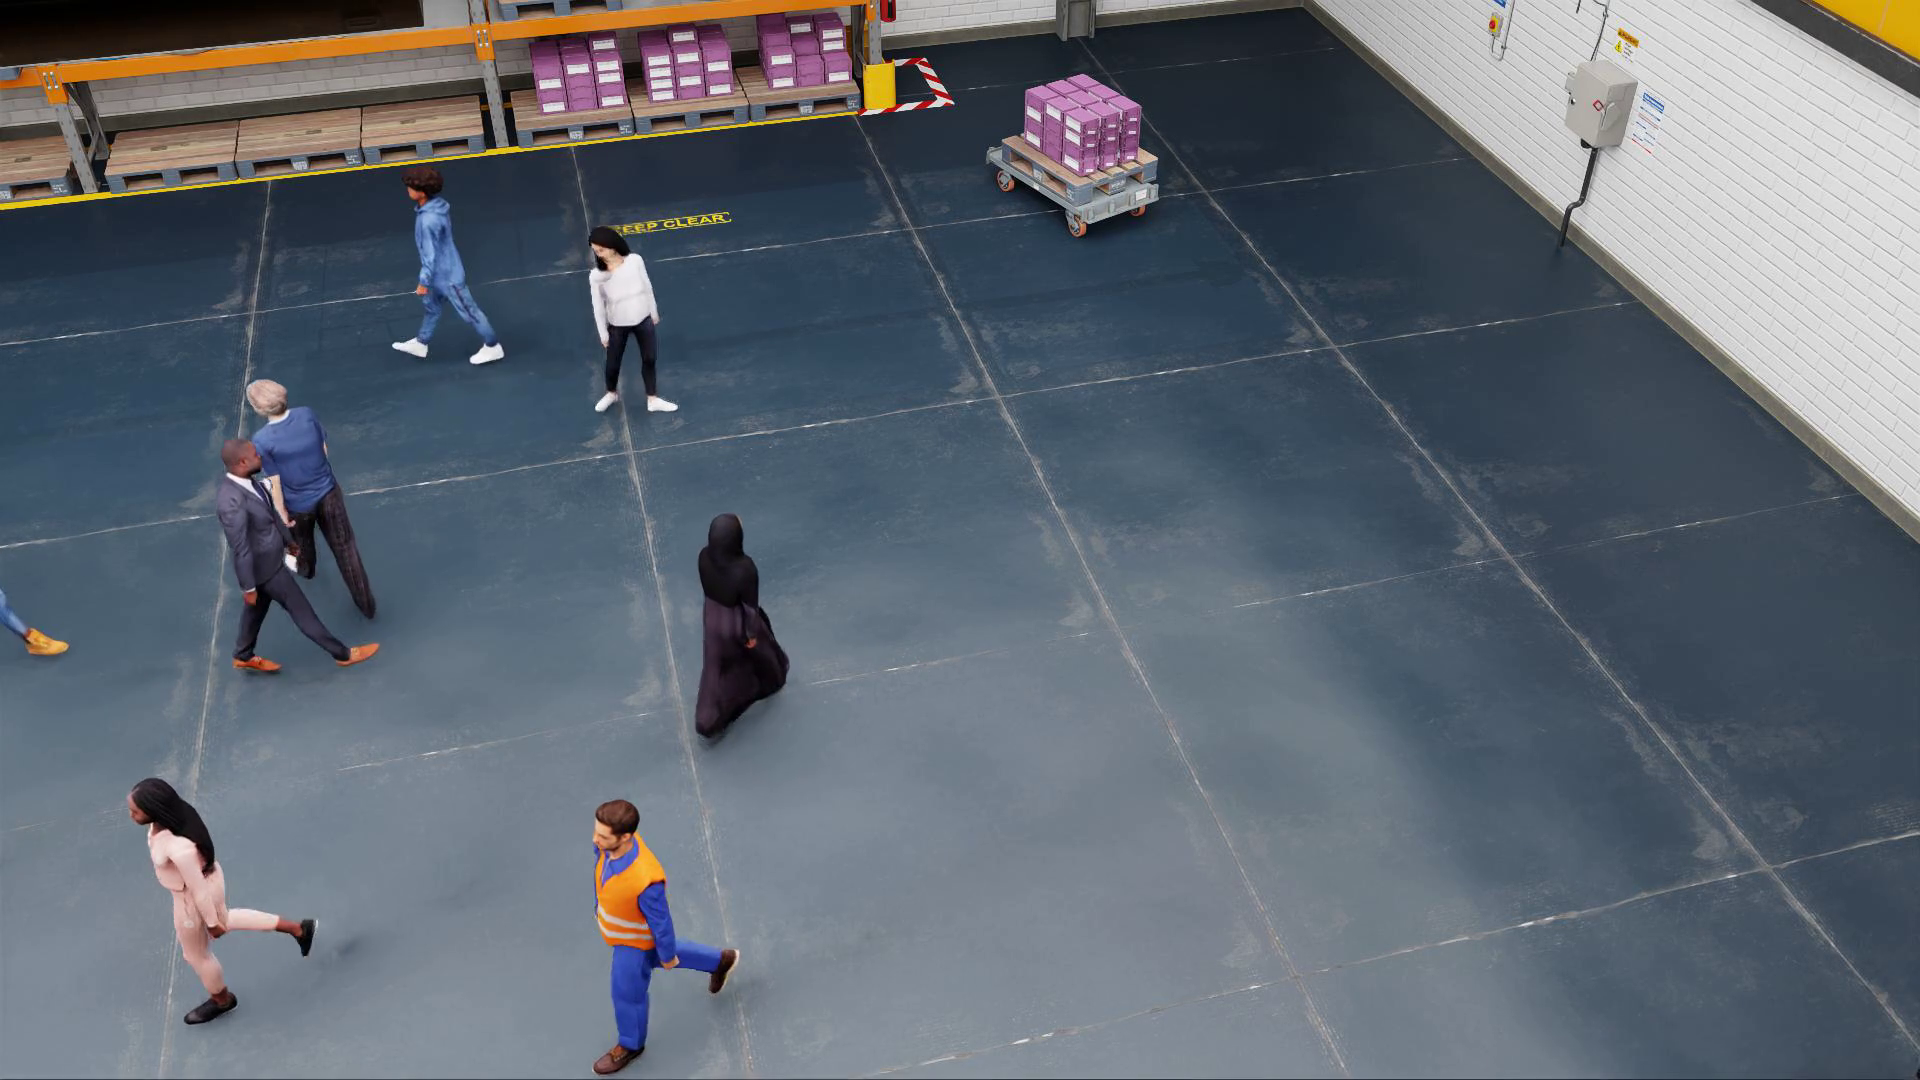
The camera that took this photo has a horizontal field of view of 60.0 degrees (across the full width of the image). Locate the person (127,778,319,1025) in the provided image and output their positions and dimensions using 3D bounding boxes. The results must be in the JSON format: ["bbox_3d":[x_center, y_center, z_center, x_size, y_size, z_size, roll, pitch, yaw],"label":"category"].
[{"bbox_3d":[-3.833,1.795,8.585,1.070,1.698,0.771,-20,43,-23],"label":"person"}]

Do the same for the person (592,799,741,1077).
[{"bbox_3d":[-1.548,1.902,8.337,1.242,1.841,0.939,-24,44,-27],"label":"person"}]

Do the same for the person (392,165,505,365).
[{"bbox_3d":[-4.105,-2.194,13.522,1.095,1.771,0.676,-10,40,-12],"label":"person"}]

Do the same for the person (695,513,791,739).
[{"bbox_3d":[-1.460,0.525,10.254,1.082,1.600,1.111,18,42,21],"label":"person"}]

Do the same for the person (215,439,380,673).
[{"bbox_3d":[-4.513,0.164,10.564,1.153,1.778,0.709,-7,39,-9],"label":"person"}]

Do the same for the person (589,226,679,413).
[{"bbox_3d":[-2.550,-1.715,12.994,0.895,1.680,0.731,30,47,32],"label":"person"}]

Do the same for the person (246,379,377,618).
[{"bbox_3d":[-4.245,-0.226,11.025,1.195,1.811,1.117,-30,47,-32],"label":"person"}]
